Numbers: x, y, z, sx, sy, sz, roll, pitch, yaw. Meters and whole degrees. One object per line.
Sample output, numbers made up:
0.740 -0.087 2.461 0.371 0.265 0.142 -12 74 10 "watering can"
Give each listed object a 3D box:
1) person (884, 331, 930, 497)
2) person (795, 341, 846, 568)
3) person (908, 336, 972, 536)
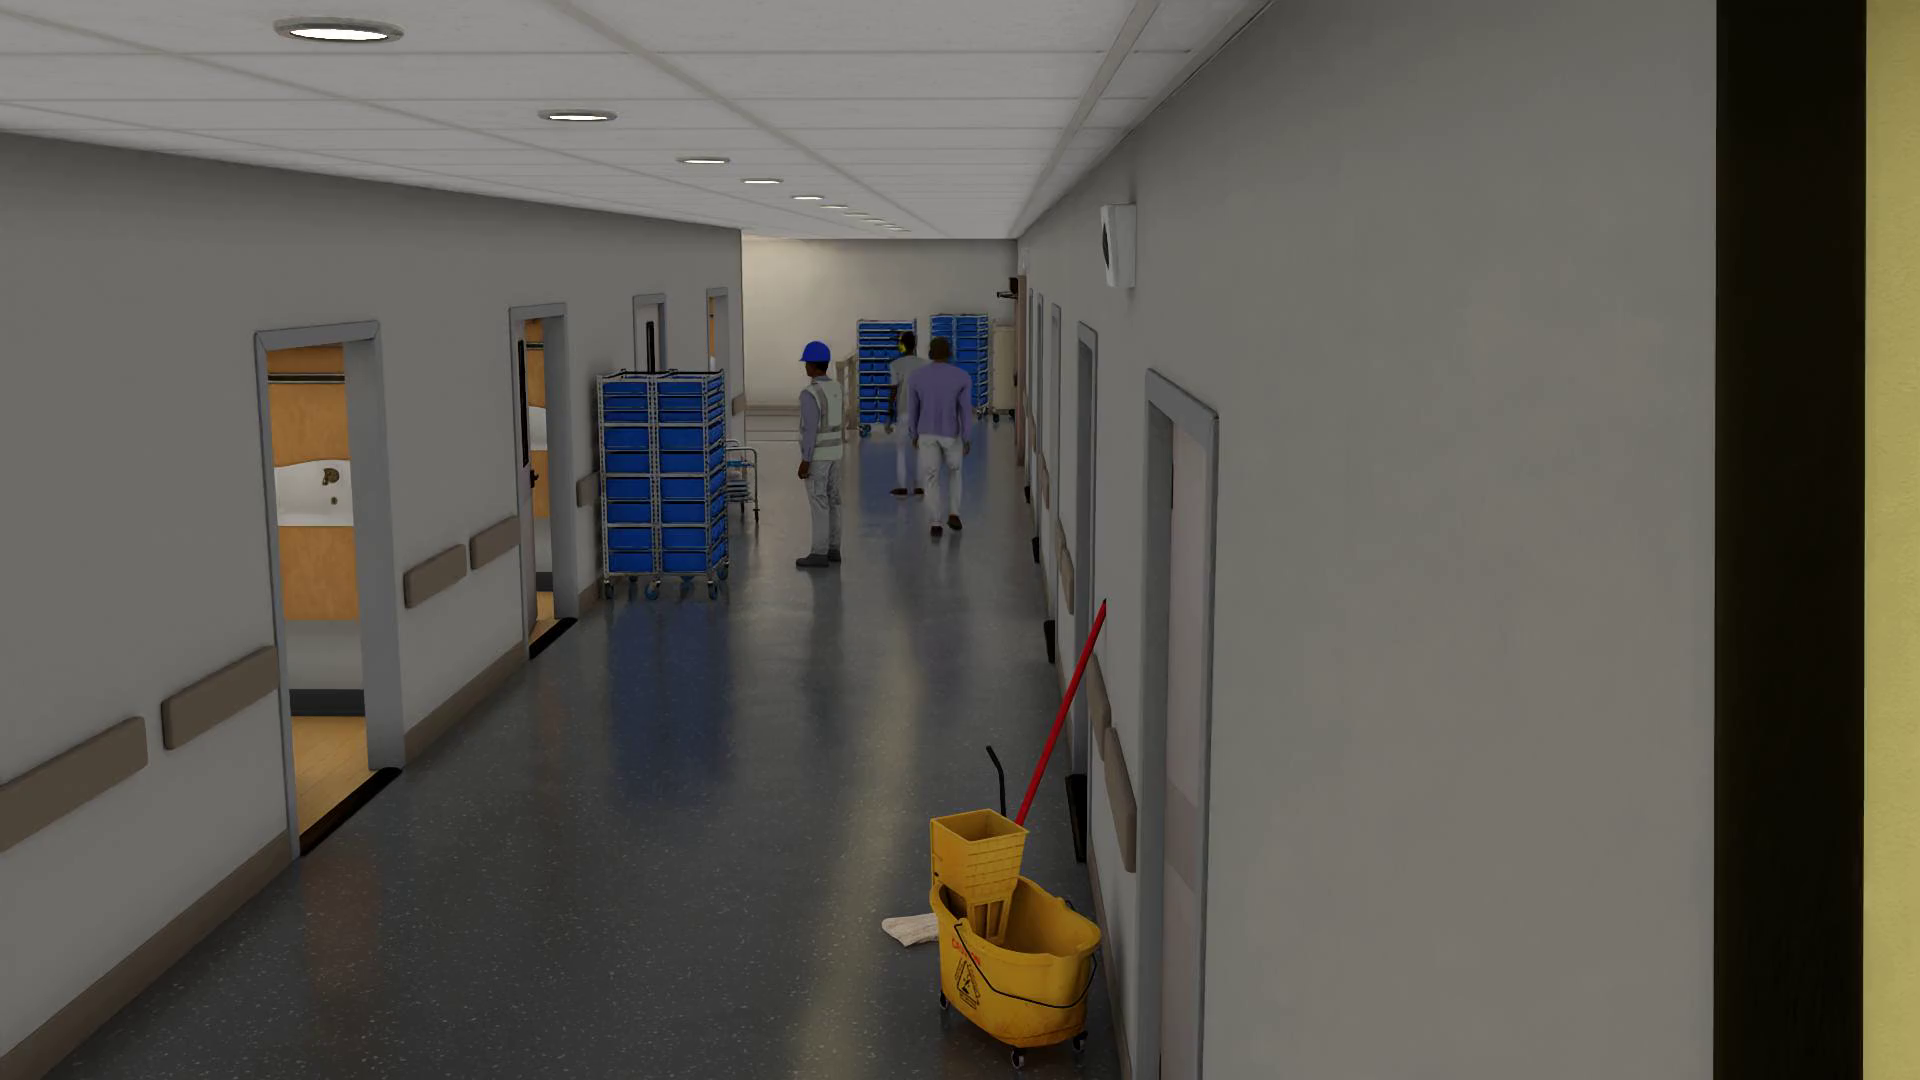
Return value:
-0.568 -1.400 18.632 0.565 1.852 0.326 -4 10 -22 "person"
-1.207 -0.737 14.357 0.388 1.948 0.605 4 10 22 "person"
-0.189 -1.007 16.064 0.621 1.911 0.605 0 9 1 "person"
